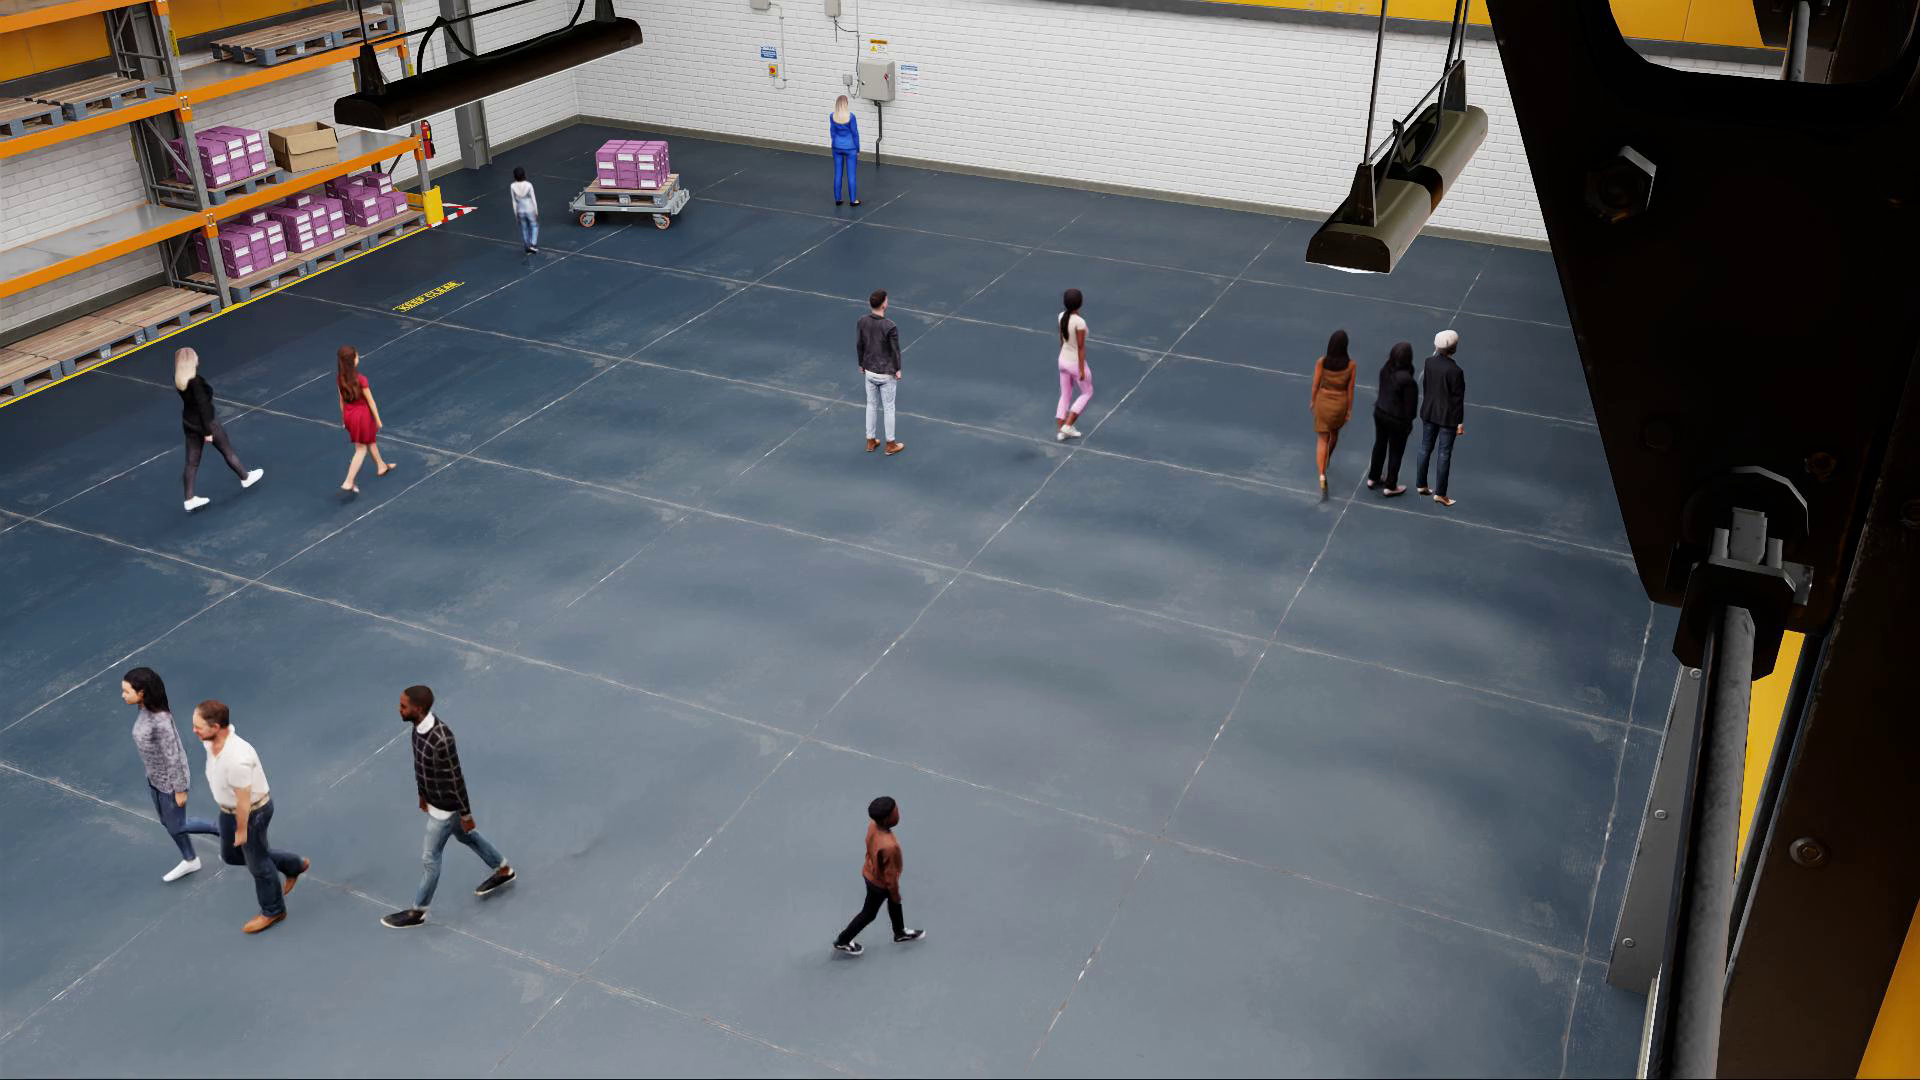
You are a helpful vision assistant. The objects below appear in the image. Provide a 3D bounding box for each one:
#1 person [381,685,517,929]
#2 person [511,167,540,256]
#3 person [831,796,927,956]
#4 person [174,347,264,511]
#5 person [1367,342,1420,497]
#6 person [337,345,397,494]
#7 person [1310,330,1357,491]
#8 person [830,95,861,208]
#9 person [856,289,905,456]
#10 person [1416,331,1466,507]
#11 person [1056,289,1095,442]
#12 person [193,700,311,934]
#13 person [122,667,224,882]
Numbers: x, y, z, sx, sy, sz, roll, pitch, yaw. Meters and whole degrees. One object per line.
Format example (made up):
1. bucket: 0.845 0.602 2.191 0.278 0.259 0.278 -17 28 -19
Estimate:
1. person: -3.401 1.747 11.285 1.302 1.762 1.069 -20 35 -32
2. person: -6.154 -4.637 23.518 0.584 1.255 0.622 -2 29 -3
3. person: -0.588 2.239 10.936 0.880 1.232 0.875 -6 29 -11
4. person: -7.651 -1.072 16.585 0.742 1.636 1.164 18 33 29
5. person: 4.393 -1.236 16.909 0.802 1.613 0.762 -15 32 -26
6. person: -6.158 -1.205 16.951 0.539 1.518 1.062 12 31 21
7. person: 3.772 -1.274 16.950 0.774 1.641 1.157 5 29 9
8. person: -1.768 -5.972 25.500 0.639 1.701 0.586 9 30 16
9. person: -0.851 -1.789 17.689 0.650 1.837 0.521 13 31 22
10. person: 4.619 -1.166 15.812 0.770 1.783 0.828 -15 32 -26
11. person: 1.143 -1.854 17.921 0.752 1.729 0.716 -19 34 -31
12. person: -4.675 1.795 11.119 0.909 1.836 0.808 -24 37 -37
13. person: -5.424 1.614 11.580 0.869 1.714 0.761 -26 38 -38
